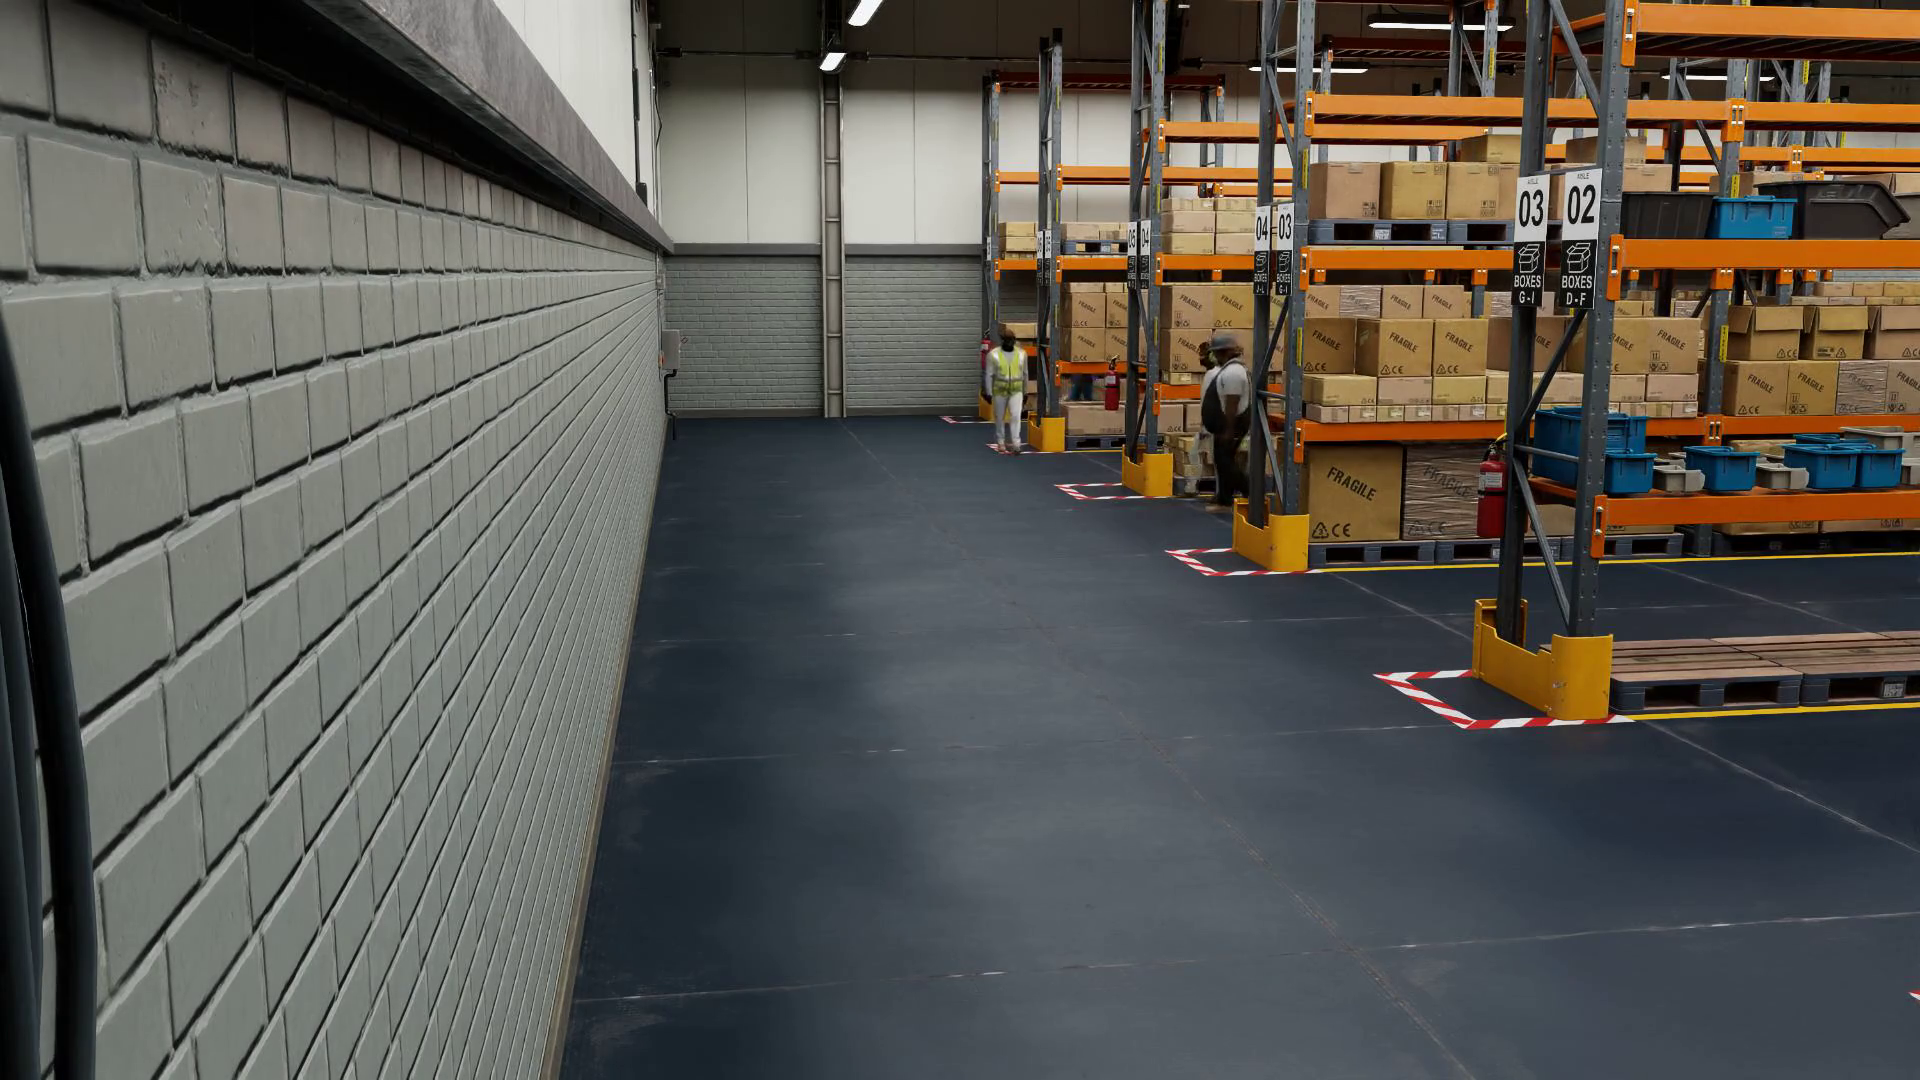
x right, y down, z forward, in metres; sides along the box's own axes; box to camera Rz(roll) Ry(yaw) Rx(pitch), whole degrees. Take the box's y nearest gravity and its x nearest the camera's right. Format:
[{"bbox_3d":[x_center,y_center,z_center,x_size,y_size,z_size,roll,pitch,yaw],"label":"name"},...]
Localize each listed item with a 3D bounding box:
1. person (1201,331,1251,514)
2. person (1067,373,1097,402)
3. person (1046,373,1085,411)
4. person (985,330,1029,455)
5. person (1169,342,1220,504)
[{"bbox_3d":[2.905,-1.264,17.947,0.605,2.000,0.704,1,9,4],"label":"person"},{"bbox_3d":[1.845,-2.457,26.041,1.000,1.792,0.583,-2,9,-11],"label":"person"},{"bbox_3d":[1.882,-2.807,27.659,0.800,1.975,0.618,-1,9,-5],"label":"person"},{"bbox_3d":[0.680,-2.131,24.061,0.649,1.790,0.952,-1,9,-7],"label":"person"},{"bbox_3d":[2.707,-1.317,18.855,0.743,1.845,0.536,-1,9,-4],"label":"person"}]
